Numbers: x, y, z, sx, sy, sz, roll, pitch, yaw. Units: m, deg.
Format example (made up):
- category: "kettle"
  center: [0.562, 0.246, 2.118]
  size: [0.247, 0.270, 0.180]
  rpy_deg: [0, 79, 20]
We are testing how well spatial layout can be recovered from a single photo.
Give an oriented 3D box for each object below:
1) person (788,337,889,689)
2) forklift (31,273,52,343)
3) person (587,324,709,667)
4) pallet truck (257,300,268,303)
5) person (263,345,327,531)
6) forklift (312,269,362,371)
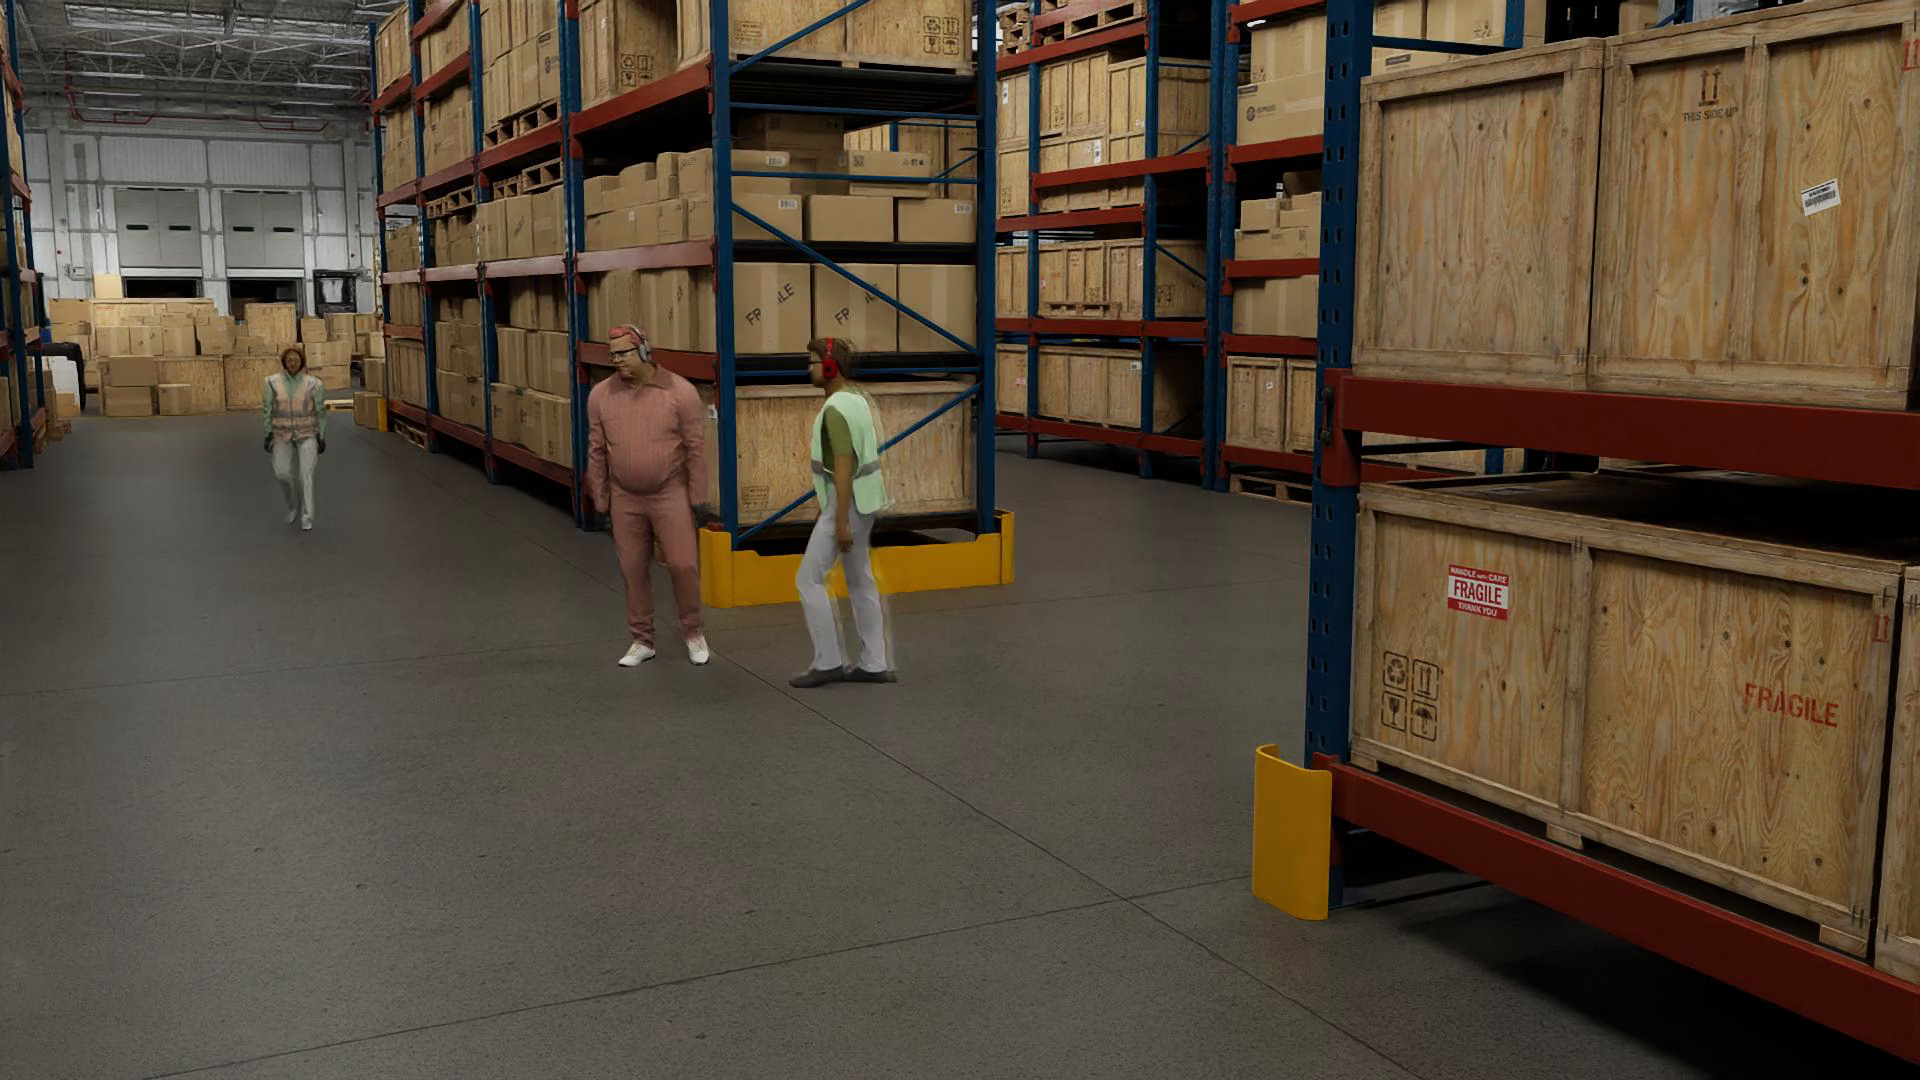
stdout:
- category: "person"
  center: [-0.669, -0.134, 8.642]
  size: [0.649, 1.825, 0.566]
  rpy_deg: [1, 8, 10]
- category: "forklift"
  center: [-28.341, -6.758, 50.689]
  size: [1.873, 2.768, 1.129]
  rpy_deg: [4, 9, 24]
- category: "person"
  center: [-1.707, -0.230, 9.087]
  size: [0.672, 1.888, 0.427]
  rpy_deg: [1, 8, 9]
- category: "pallet truck"
  center: [-23.913, -7.404, 58.171]
  size: [1.885, 1.965, 0.823]
  rpy_deg: [-1, 8, -9]
- category: "person"
  center: [-5.792, -0.887, 14.505]
  size: [0.533, 1.622, 0.368]
  rpy_deg: [-2, 8, -12]
- category: "forklift"
  center: [-17.230, -6.040, 45.740]
  size: [1.129, 2.768, 1.873]
  rpy_deg: [-5, 10, -33]
